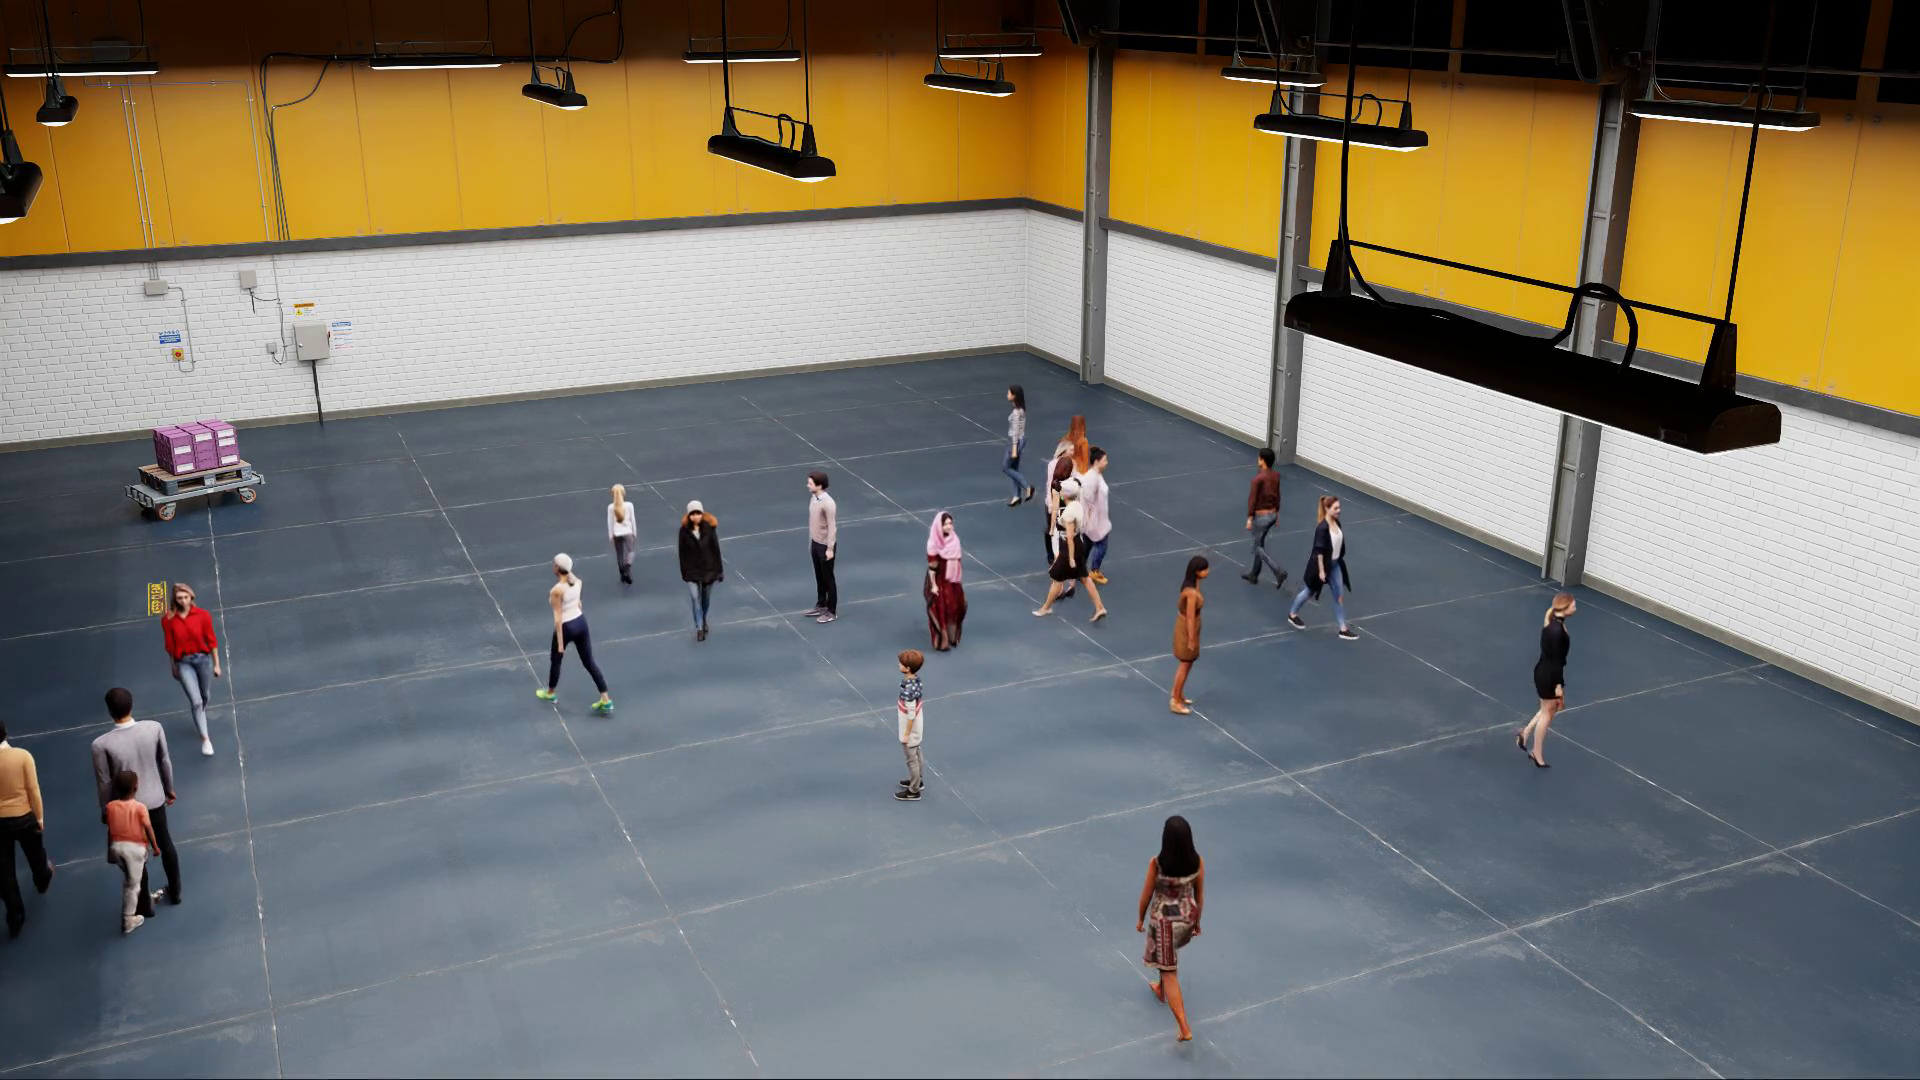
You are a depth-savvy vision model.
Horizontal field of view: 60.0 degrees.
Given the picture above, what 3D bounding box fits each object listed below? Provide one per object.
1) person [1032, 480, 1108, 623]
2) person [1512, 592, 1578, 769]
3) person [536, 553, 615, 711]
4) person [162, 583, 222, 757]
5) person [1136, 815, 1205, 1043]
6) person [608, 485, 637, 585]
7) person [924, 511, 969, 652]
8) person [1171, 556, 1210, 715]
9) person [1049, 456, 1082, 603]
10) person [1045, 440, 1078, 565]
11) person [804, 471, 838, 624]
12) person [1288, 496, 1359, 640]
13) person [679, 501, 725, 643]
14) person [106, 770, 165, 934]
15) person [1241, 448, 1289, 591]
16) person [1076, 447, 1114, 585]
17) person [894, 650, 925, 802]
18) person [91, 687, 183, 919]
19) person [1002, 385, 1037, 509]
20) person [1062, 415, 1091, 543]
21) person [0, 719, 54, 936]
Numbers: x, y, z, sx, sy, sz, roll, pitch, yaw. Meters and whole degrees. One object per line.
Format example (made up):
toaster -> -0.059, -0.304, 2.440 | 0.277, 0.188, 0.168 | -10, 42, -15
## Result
person -> 1.380, 0.189, 19.091 | 1.170, 1.699, 1.076 | 8, 20, 22
person -> 5.464, 1.319, 15.655 | 0.815, 1.752, 0.761 | 4, 19, 13
person -> -3.850, 0.984, 16.806 | 1.268, 1.651, 1.067 | 11, 21, 29
person -> -7.440, 1.200, 16.145 | 0.640, 1.665, 1.110 | -10, 21, -27
person -> 1.511, 2.738, 11.665 | 0.728, 1.608, 1.139 | -5, 19, -16
person -> -4.151, -0.043, 20.459 | 0.627, 1.267, 0.752 | -1, 19, -3
person -> -0.231, 0.442, 18.459 | 0.680, 1.624, 0.690 | -12, 22, -32
person -> 2.305, 0.952, 16.865 | 0.742, 1.674, 0.664 | 4, 19, 11
person -> 1.253, -0.136, 19.905 | 0.621, 1.796, 0.549 | -14, 23, -35
person -> 1.230, -0.477, 21.146 | 0.662, 1.651, 0.970 | -6, 20, -17
person -> -1.591, 0.054, 19.321 | 0.706, 1.809, 0.531 | -12, 22, -31
person -> 4.049, 0.306, 18.847 | 0.893, 1.634, 1.215 | -17, 25, -41
person -> -2.943, 0.323, 18.855 | 0.730, 1.598, 1.046 | -5, 19, -15
person -> -6.528, 2.461, 12.994 | 0.739, 1.286, 0.847 | 3, 19, 8
person -> 3.750, -0.229, 20.238 | 0.820, 1.761, 1.078 | -14, 23, -36
person -> 1.552, -0.300, 20.500 | 0.906, 1.728, 0.824 | 4, 19, 11
person -> -0.441, 1.662, 15.127 | 0.657, 1.438, 0.574 | 3, 19, 9
person -> -6.512, 2.065, 13.173 | 0.790, 1.921, 0.831 | 15, 24, 37
person -> 0.871, -1.286, 23.351 | 0.847, 1.777, 0.794 | 4, 19, 10
person -> 1.509, -0.813, 22.041 | 0.647, 1.715, 0.753 | 15, 24, 37
person -> -7.429, 2.242, 12.981 | 0.680, 1.709, 1.123 | -8, 20, -21
